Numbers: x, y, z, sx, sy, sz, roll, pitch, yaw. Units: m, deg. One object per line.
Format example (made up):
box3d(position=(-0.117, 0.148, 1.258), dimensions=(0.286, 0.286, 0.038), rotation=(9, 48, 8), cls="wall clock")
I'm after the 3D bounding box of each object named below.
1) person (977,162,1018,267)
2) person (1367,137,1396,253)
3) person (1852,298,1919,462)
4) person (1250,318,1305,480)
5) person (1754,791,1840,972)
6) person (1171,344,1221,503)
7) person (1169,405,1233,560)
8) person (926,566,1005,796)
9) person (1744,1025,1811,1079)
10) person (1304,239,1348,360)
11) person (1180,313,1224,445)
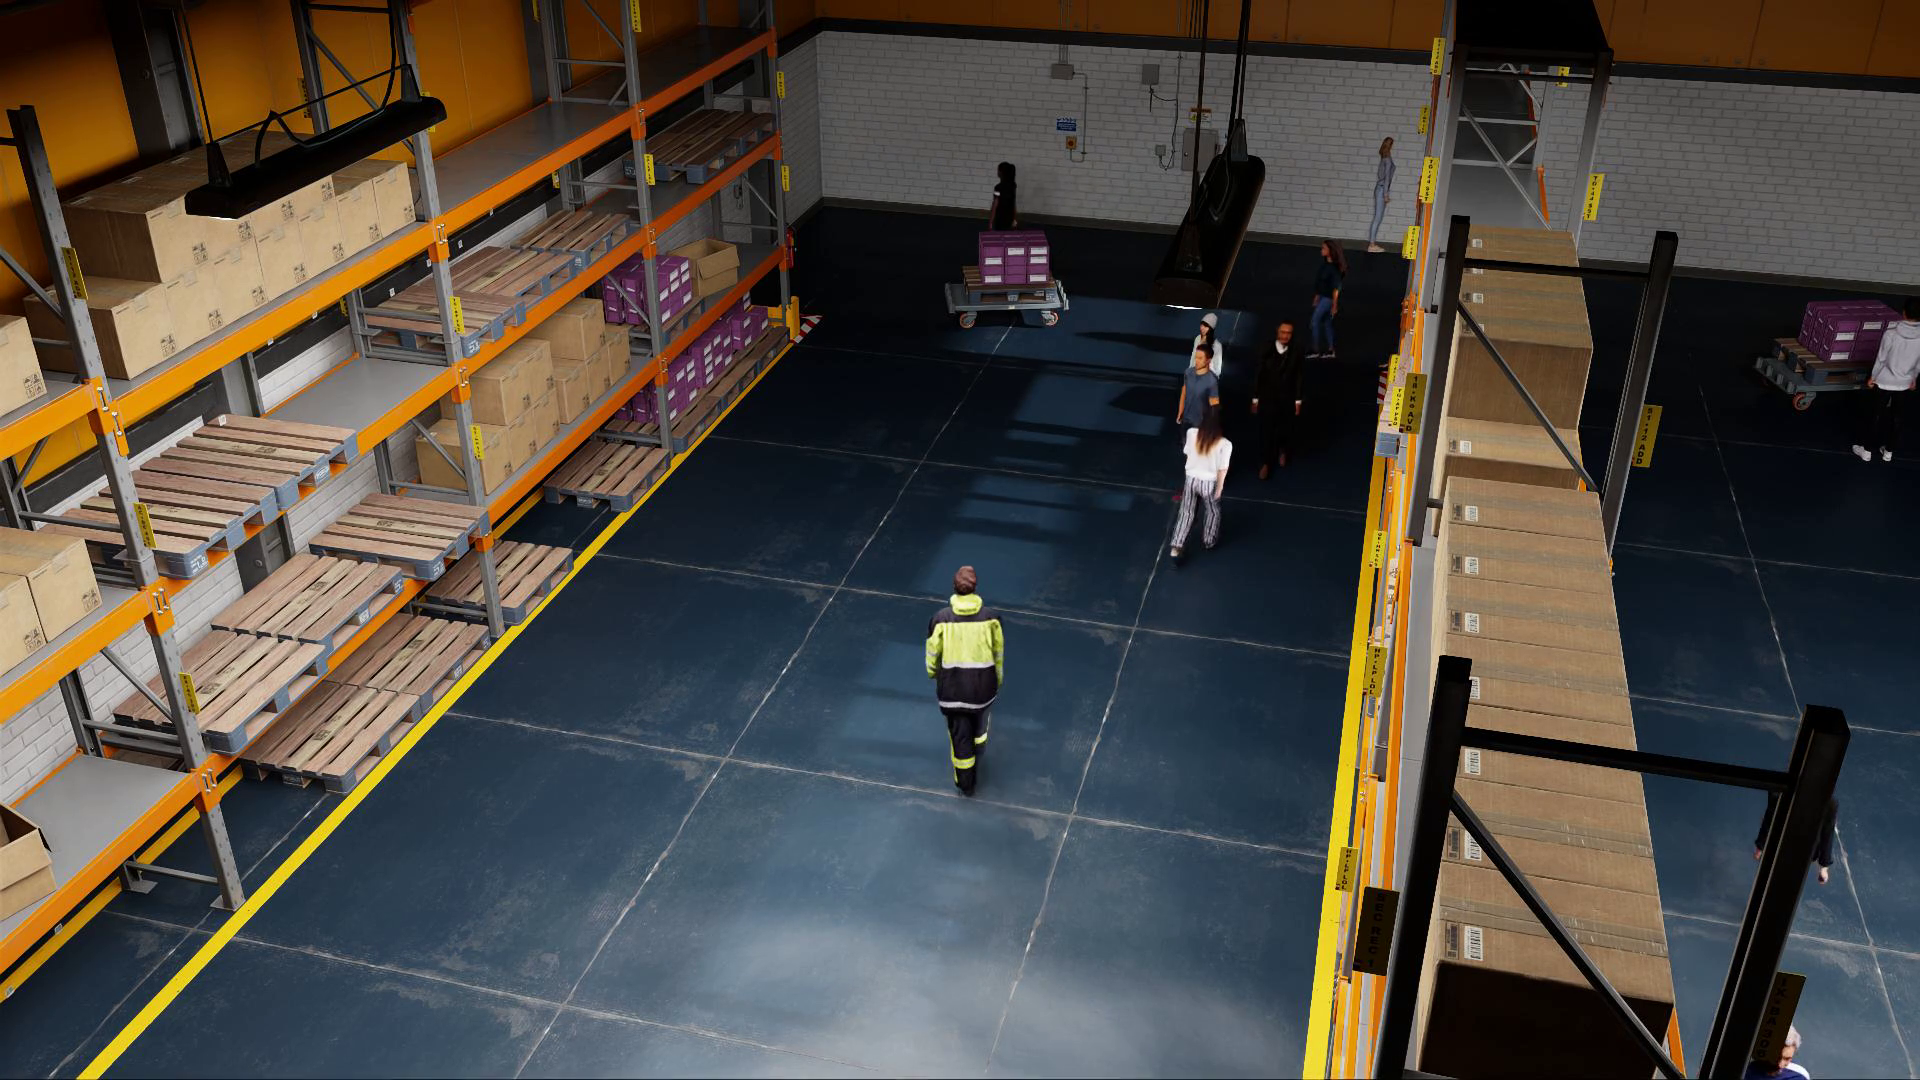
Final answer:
box3d(position=(0.705, -4.631, 24.298), dimensions=(0.961, 1.687, 1.181), rotation=(19, 34, 31), cls="person")
box3d(position=(6.435, -5.301, 25.413), dimensions=(0.686, 1.795, 0.516), rotation=(2, 29, 3), cls="person")
box3d(position=(10.620, -1.823, 18.897), dimensions=(0.725, 1.929, 0.639), rotation=(2, 29, 3), cls="person")
box3d(position=(3.547, -1.613, 18.554), dimensions=(0.705, 1.889, 0.792), rotation=(9, 30, 16), cls="person")
box3d(position=(5.873, 2.200, 11.806), dimensions=(0.674, 1.657, 1.054), rotation=(5, 29, 9), cls="person")
box3d(position=(2.636, -1.304, 18.092), dimensions=(1.132, 1.789, 1.049), rotation=(-18, 33, -30), cls="person")
box3d(position=(2.419, -0.550, 16.858), dimensions=(0.891, 1.646, 1.172), rotation=(14, 32, 24), cls="person")
box3d(position=(0.056, 1.170, 13.391), dimensions=(1.011, 1.948, 1.165), rotation=(-4, 29, -7), cls="person")
box3d(position=(4.444, 3.373, 9.472), dimensions=(0.683, 1.833, 0.782), rotation=(5, 29, 10), cls="person")
box3d(position=(4.855, -3.116, 21.611), dimensions=(0.777, 1.600, 0.744), rotation=(-2, 29, -4), cls="person")
box3d(position=(2.818, -1.844, 19.232), dimensions=(0.661, 1.645, 0.644), rotation=(-24, 37, -37), cls="person")
